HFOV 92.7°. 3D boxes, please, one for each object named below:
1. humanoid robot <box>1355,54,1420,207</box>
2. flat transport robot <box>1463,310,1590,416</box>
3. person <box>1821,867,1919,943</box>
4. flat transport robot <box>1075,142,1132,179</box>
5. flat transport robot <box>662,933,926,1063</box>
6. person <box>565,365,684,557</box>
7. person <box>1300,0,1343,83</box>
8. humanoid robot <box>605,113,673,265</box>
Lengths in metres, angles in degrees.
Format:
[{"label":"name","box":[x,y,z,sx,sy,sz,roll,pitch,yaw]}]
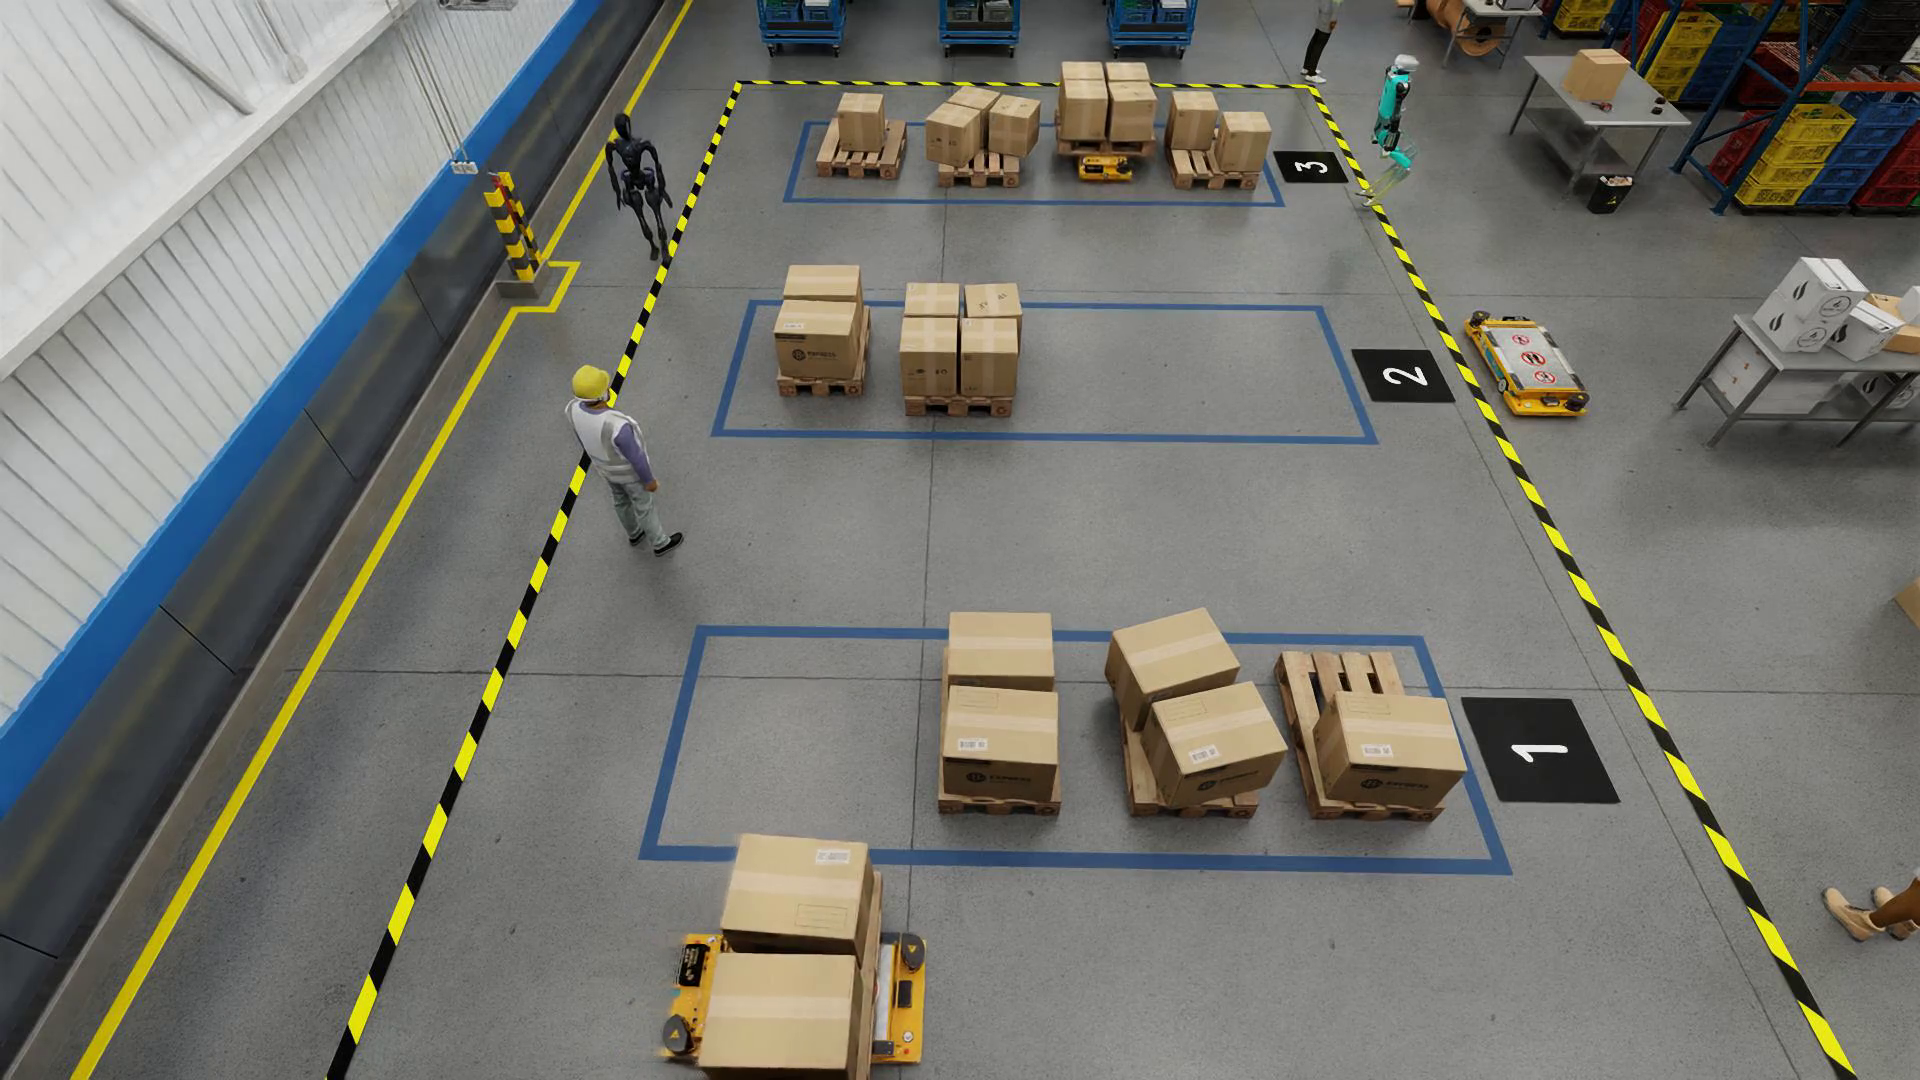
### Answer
[{"label":"humanoid robot","box":[5.056,-4.665,10.513,0.735,1.673,0.533,1,49,1]},{"label":"flat transport robot","box":[5.573,-1.757,9.054,0.659,0.231,1.431,1,49,1]},{"label":"person","box":[5.592,1.678,4.906,0.611,2.047,0.361,1,49,1]},{"label":"flat transport robot","box":[1.849,-5.157,11.979,0.652,0.197,1.431,1,49,1]},{"label":"flat transport robot","box":[-0.923,2.606,5.259,1.431,0.197,0.652,1,49,1]},{"label":"person","box":[-2.566,-0.581,6.997,0.599,1.836,0.404,23,53,19]},{"label":"person","box":[5.271,-7.495,12.974,0.394,1.849,0.596,2,49,1]},{"label":"humanoid robot","box":[-3.429,-3.751,9.849,0.603,1.639,0.455,-7,49,-6]}]
